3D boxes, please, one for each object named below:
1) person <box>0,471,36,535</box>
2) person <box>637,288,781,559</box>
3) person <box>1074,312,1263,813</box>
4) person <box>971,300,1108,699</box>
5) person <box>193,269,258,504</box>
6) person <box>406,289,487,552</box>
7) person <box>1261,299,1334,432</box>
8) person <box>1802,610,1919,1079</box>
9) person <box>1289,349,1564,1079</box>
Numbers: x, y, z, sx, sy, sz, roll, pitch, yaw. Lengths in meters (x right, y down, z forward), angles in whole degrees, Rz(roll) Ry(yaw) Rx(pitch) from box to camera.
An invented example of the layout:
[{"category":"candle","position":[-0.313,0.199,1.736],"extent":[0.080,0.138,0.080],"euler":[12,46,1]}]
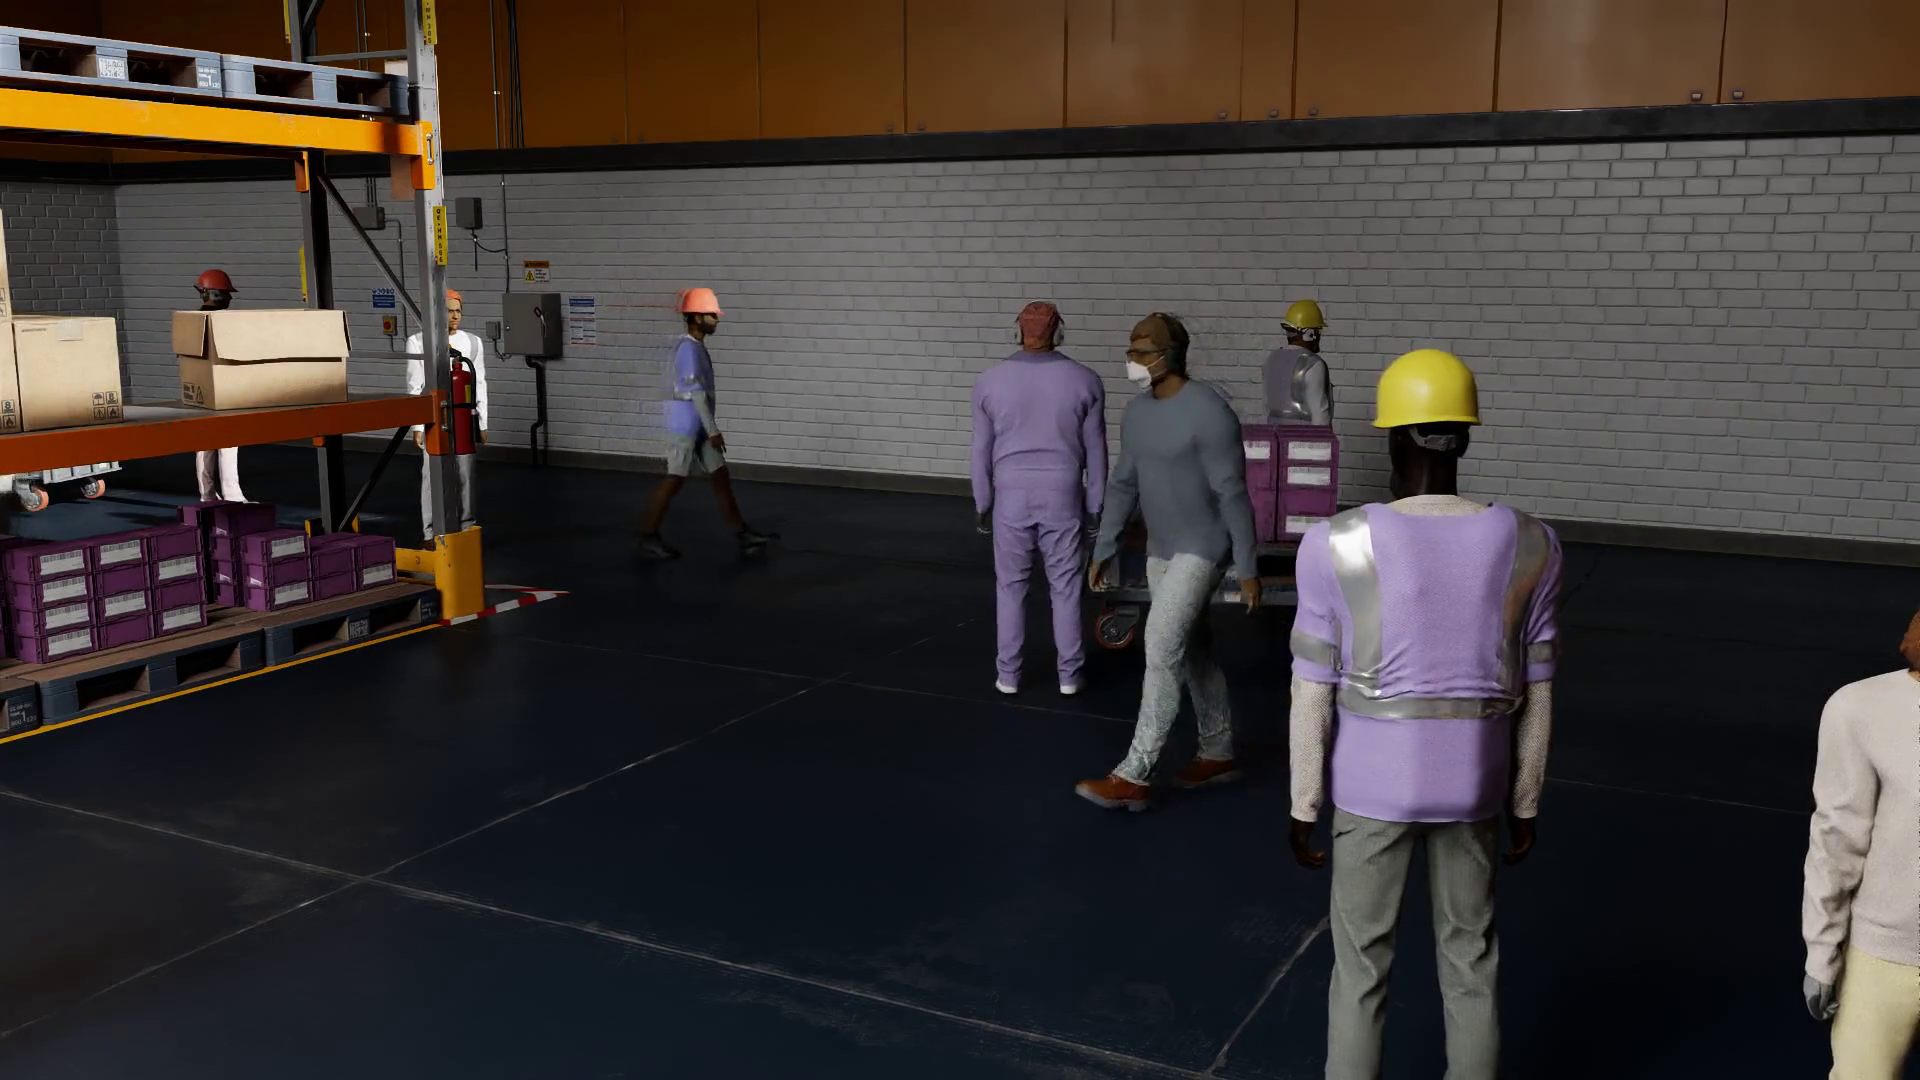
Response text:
[{"category":"person","position":[-6.166,-0.545,10.399],"extent":[0.617,1.784,0.810],"euler":[0,10,-2]},{"category":"person","position":[-1.793,-0.789,11.518],"extent":[1.006,1.886,0.554],"euler":[0,10,1]},{"category":"person","position":[0.762,0.089,6.386],"extent":[0.935,1.895,0.687],"euler":[-5,11,-25]},{"category":"person","position":[0.381,-0.189,7.960],"extent":[0.651,1.905,0.403],"euler":[1,10,5]},{"category":"person","position":[-6.064,-1.209,13.613],"extent":[0.618,1.989,0.392],"euler":[5,11,28]},{"category":"person","position":[-3.611,-0.831,11.770],"extent":[0.580,1.879,0.349],"euler":[-8,13,-40]},{"category":"person","position":[2.159,-0.601,10.554],"extent":[0.404,1.833,0.588],"euler":[-5,11,-26]},{"category":"person","position":[1.831,0.794,3.090],"extent":[0.495,1.626,0.284],"euler":[3,10,18]},{"category":"person","position":[1.014,0.539,3.717],"extent":[0.588,1.918,0.397],"euler":[0,10,-2]}]
